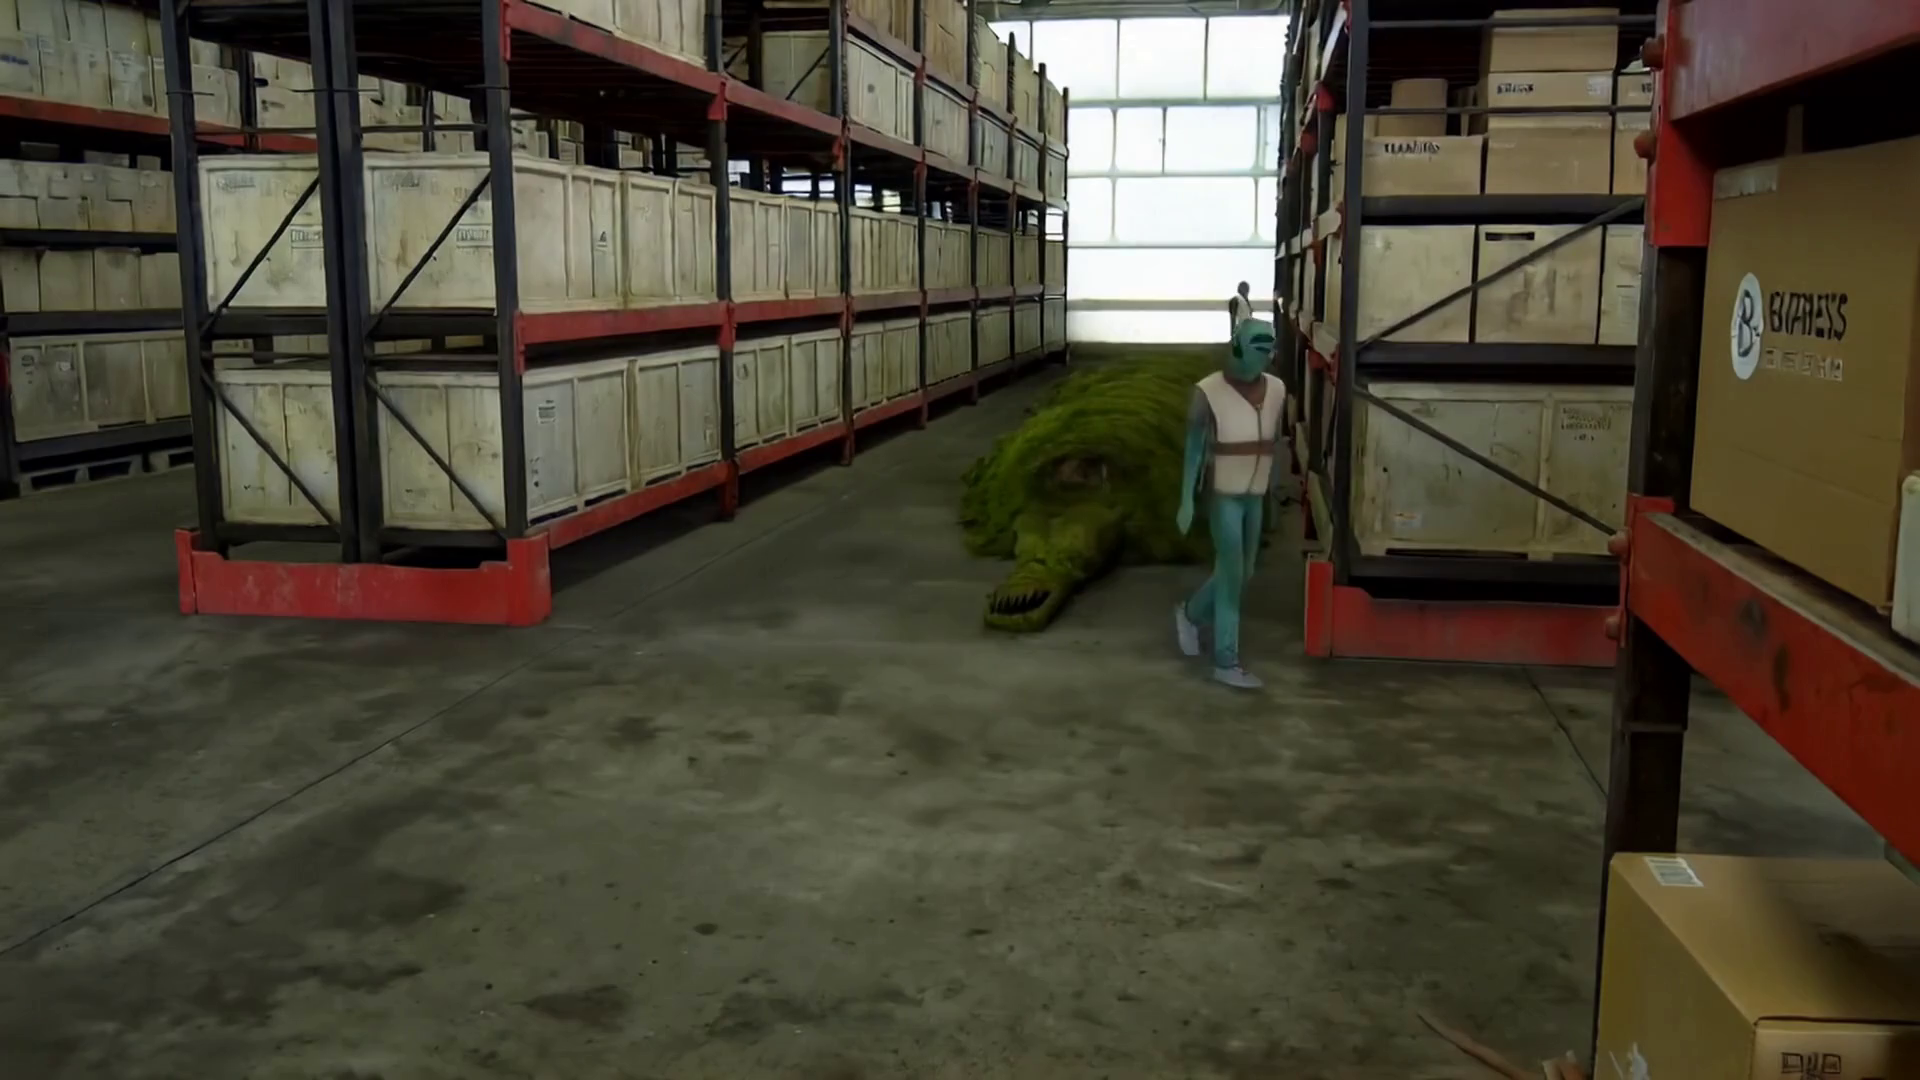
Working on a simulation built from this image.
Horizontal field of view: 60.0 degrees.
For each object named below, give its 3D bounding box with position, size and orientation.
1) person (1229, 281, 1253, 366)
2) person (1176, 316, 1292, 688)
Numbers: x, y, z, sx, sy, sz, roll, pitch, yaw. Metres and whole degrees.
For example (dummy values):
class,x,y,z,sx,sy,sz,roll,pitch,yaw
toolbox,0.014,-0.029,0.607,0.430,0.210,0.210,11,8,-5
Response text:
class,x,y,z,sx,sy,sz,roll,pitch,yaw
person,5.597,-4.214,33.058,0.429,1.842,0.626,7,12,39
person,1.329,-0.223,8.385,0.574,1.814,0.775,-7,12,-38
